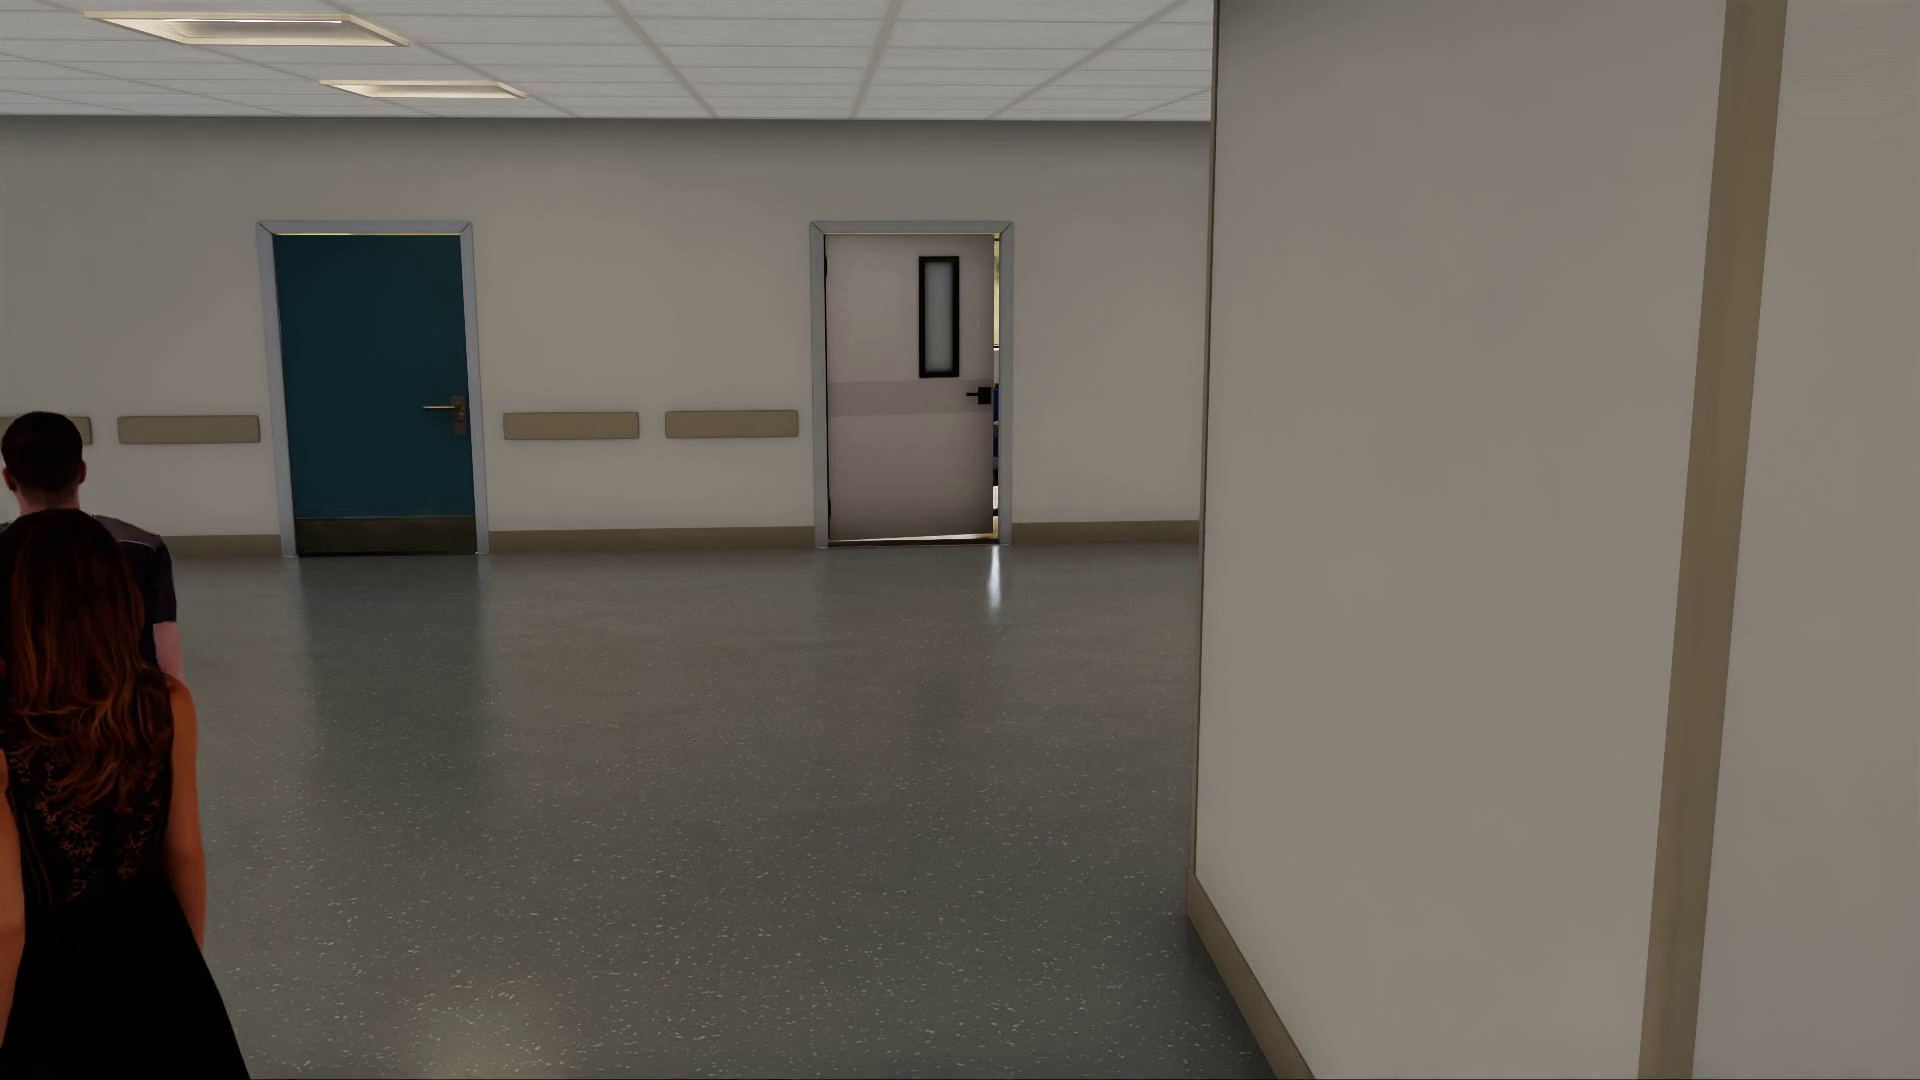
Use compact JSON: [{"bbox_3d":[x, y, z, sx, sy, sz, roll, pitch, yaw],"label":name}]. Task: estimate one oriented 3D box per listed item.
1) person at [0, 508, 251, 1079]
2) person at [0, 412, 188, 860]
[{"bbox_3d":[-1.448,0.850,2.828,0.708,1.835,0.666,7,13,33],"label":"person"},{"bbox_3d":[-2.160,0.621,4.083,1.213,1.816,1.083,-6,12,-28],"label":"person"}]
